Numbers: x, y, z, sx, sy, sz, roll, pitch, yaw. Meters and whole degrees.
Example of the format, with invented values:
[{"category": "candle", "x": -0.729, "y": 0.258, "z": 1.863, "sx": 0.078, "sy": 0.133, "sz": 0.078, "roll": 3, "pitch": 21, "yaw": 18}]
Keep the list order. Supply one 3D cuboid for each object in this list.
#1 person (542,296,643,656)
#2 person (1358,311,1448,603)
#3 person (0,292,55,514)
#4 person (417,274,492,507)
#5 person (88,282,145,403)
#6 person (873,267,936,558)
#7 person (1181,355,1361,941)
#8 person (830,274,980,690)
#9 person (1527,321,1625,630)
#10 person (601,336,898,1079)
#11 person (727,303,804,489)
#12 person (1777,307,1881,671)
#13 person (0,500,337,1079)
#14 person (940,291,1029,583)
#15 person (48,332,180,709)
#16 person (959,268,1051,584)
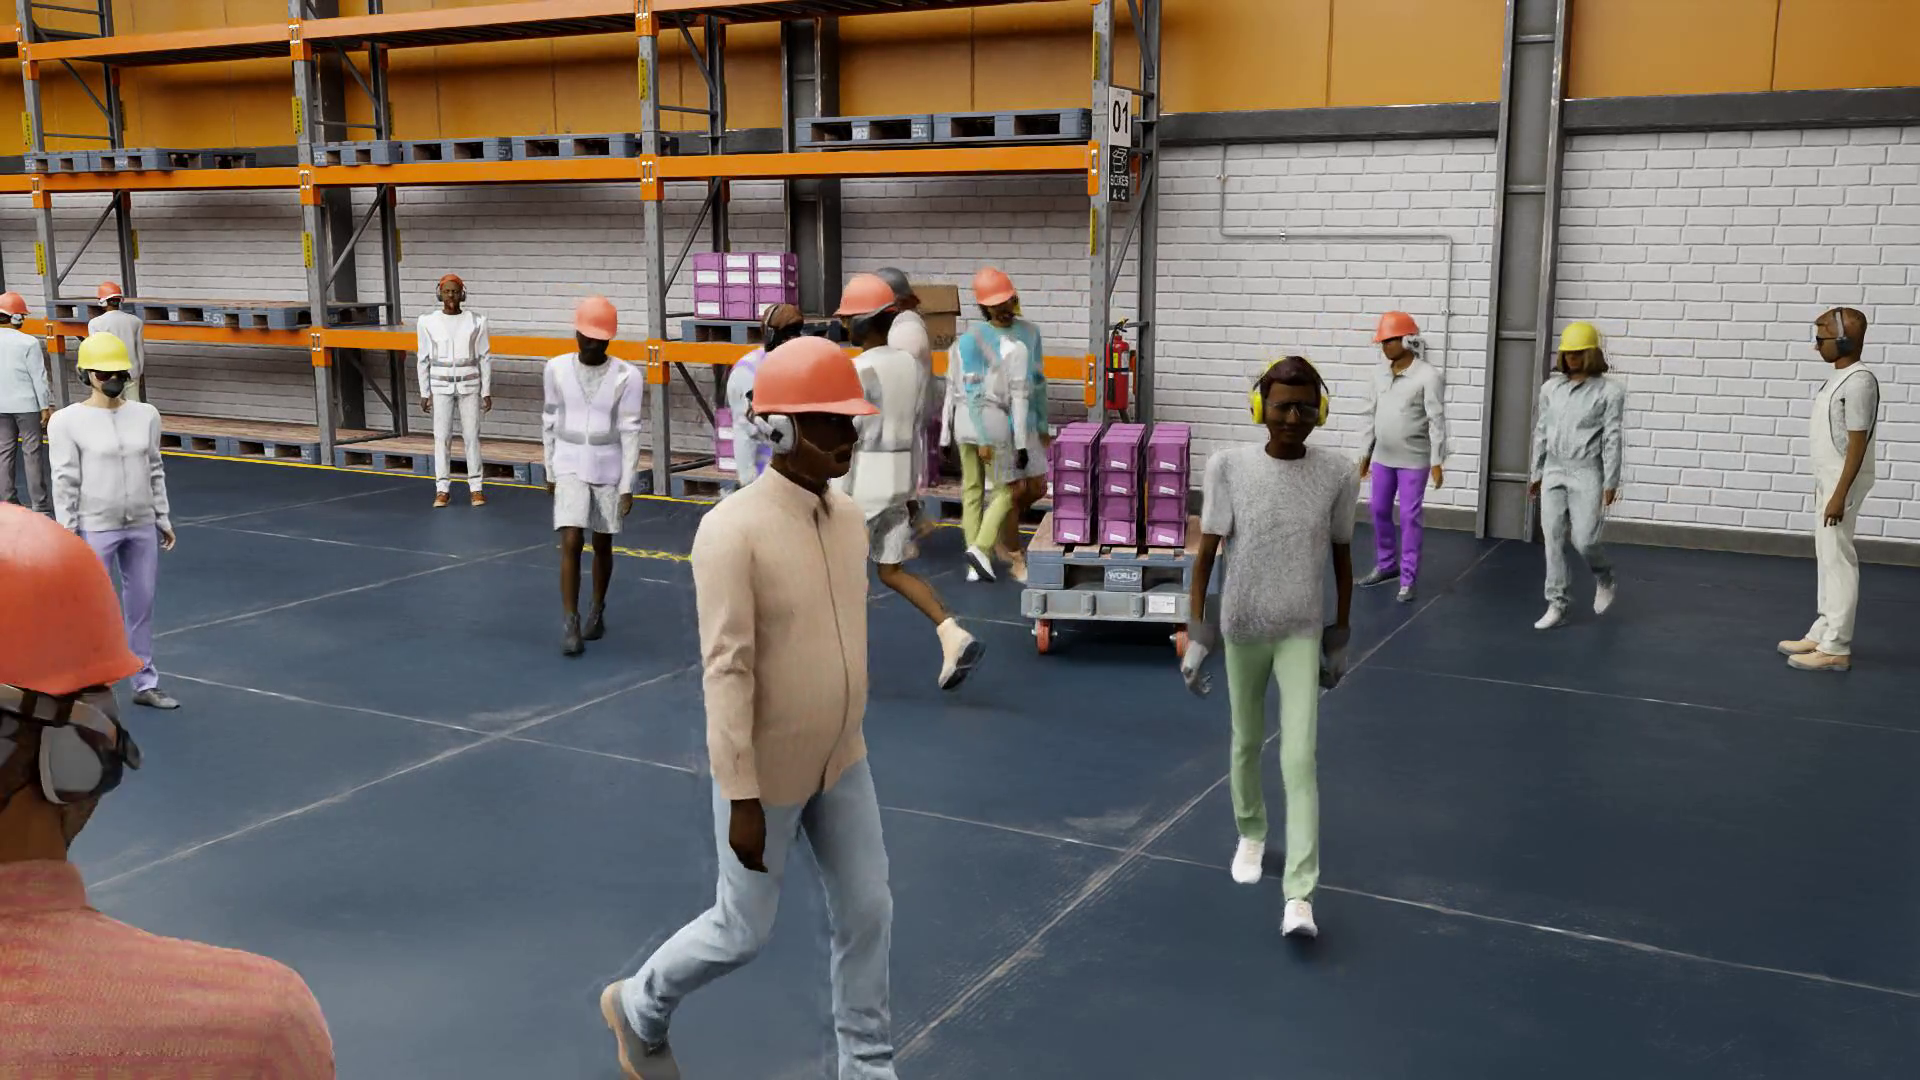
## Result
[{"category": "person", "x": -1.939, "y": -0.340, "z": 8.786, "sx": 0.549, "sy": 1.878, "sz": 0.813, "roll": -1, "pitch": 10, "yaw": -6}, {"category": "person", "x": 2.701, "y": -0.502, "z": 10.047, "sx": 0.460, "sy": 1.744, "sz": 0.683, "roll": -6, "pitch": 12, "yaw": -31}, {"category": "person", "x": -7.430, "y": -1.072, "z": 13.134, "sx": 0.566, "sy": 1.751, "sz": 0.329, "roll": 2, "pitch": 10, "yaw": 8}, {"category": "person", "x": -4.103, "y": -1.209, "z": 13.529, "sx": 0.575, "sy": 1.884, "sz": 0.355, "roll": -3, "pitch": 11, "yaw": -15}, {"category": "person", "x": -8.205, "y": -1.631, "z": 16.199, "sx": 0.324, "sy": 1.752, "sz": 0.560, "roll": 5, "pitch": 12, "yaw": 27}, {"category": "person", "x": -0.442, "y": -0.869, "z": 11.236, "sx": 0.544, "sy": 2.000, "sz": 0.744, "roll": 0, "pitch": 10, "yaw": -1}, {"category": "person", "x": 0.990, "y": 0.325, "z": 5.319, "sx": 0.538, "sy": 1.816, "sz": 0.988, "roll": 2, "pitch": 11, "yaw": 11}, {"category": "person", "x": -0.341, "y": -0.229, "z": 7.791, "sx": 0.802, "sy": 2.019, "sz": 0.618, "roll": 7, "pitch": 13, "yaw": 34}, {"category": "person", "x": 3.457, "y": -0.362, "z": 9.308, "sx": 0.491, "sy": 1.726, "sz": 0.490, "roll": -9, "pitch": 14, "yaw": -41}, {"category": "person", "x": -0.467, "y": 0.495, "z": 3.966, "sx": 0.882, "sy": 1.970, "sz": 0.609, "roll": 7, "pitch": 13, "yaw": 34}, {"category": "person", "x": -0.951, "y": -0.346, "z": 8.922, "sx": 0.429, "sy": 1.839, "sz": 0.634, "roll": 7, "pitch": 13, "yaw": 35}, {"category": "person", "x": 4.427, "y": -0.254, "z": 8.422, "sx": 0.344, "sy": 1.839, "sz": 0.505, "roll": 4, "pitch": 11, "yaw": 19}, {"category": "person", "x": -0.805, "y": 0.949, "z": 1.476, "sx": 0.642, "sy": 1.965, "sz": 0.701, "roll": 1, "pitch": 10, "yaw": 4}, {"category": "person", "x": 0.141, "y": -0.658, "z": 10.489, "sx": 0.623, "sy": 1.896, "sz": 0.602, "roll": 6, "pitch": 12, "yaw": 29}, {"category": "person", "x": -3.809, "y": -0.055, "z": 7.529, "sx": 0.327, "sy": 1.767, "sz": 0.533, "roll": 6, "pitch": 12, "yaw": 32}, {"category": "person", "x": 0.288, "y": -0.715, "z": 10.526, "sx": 0.670, "sy": 2.000, "sz": 0.568, "roll": -8, "pitch": 13, "yaw": -37}]
